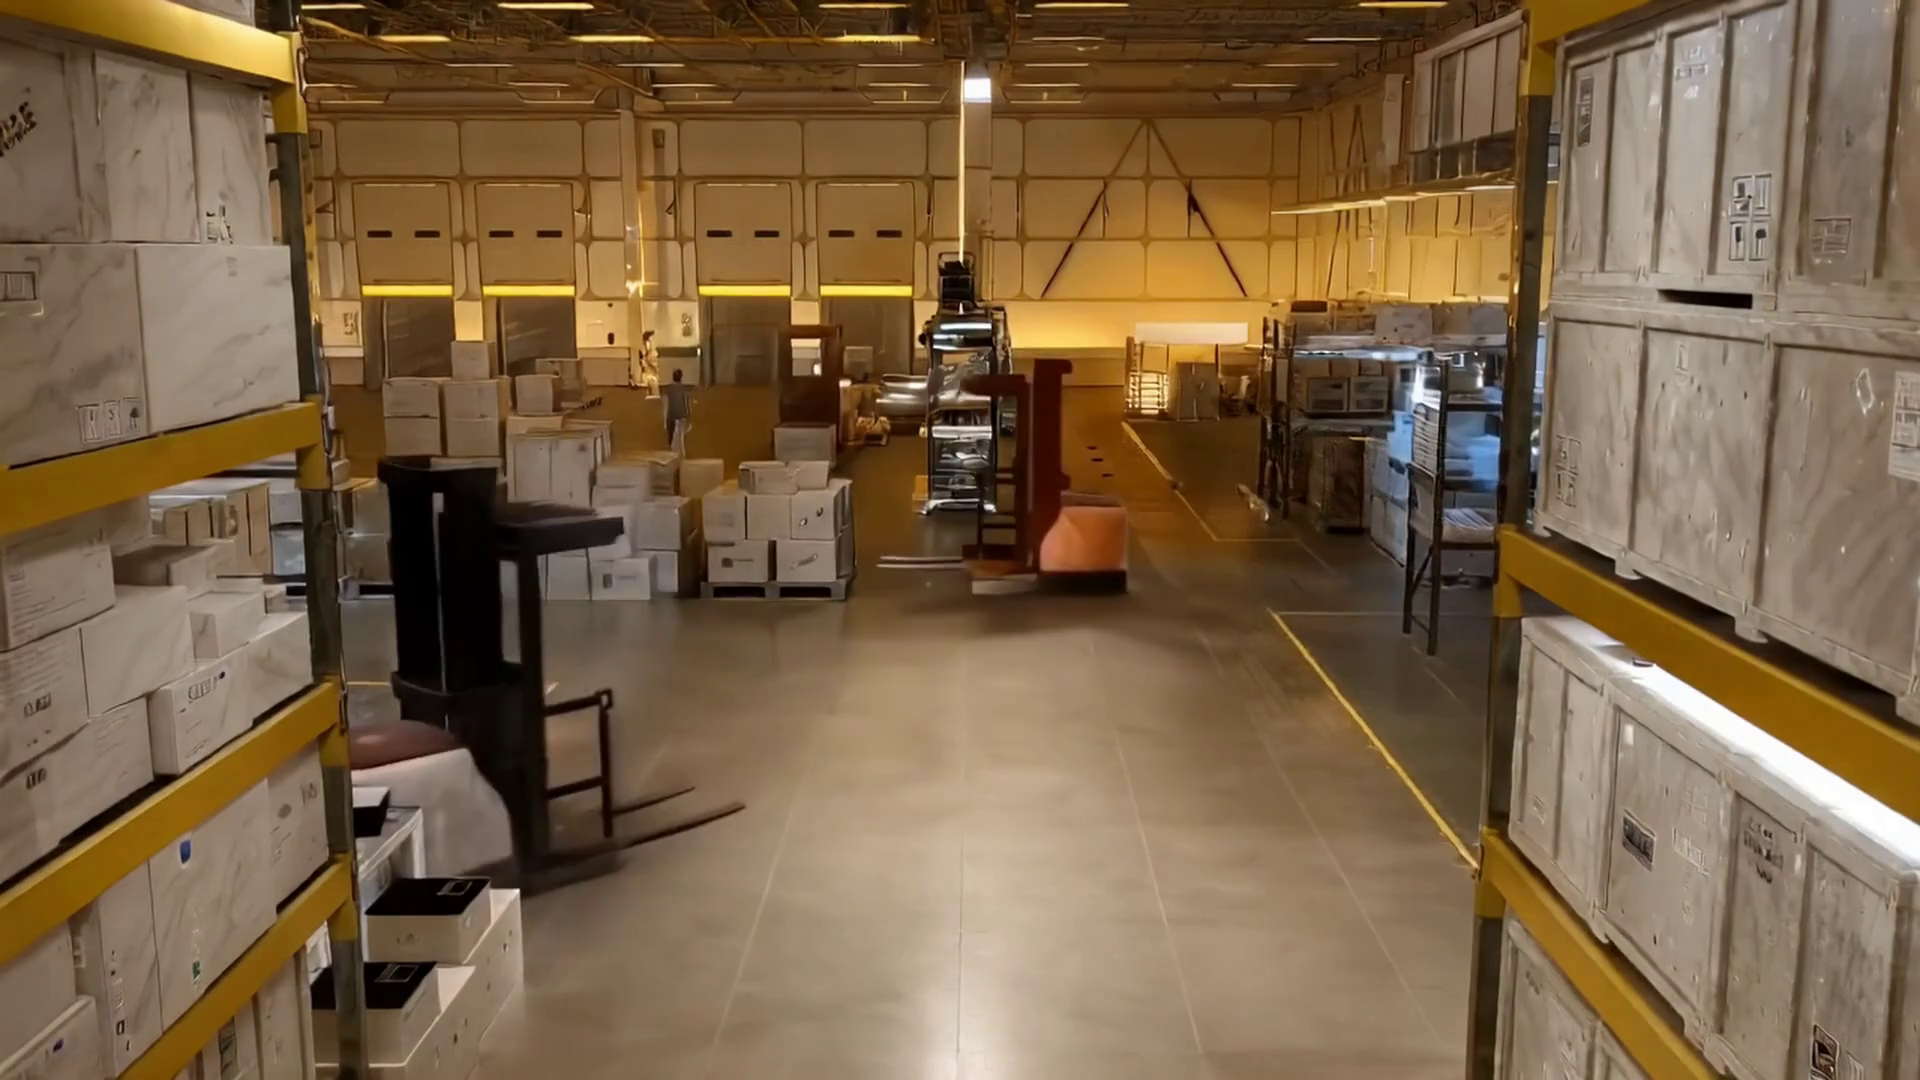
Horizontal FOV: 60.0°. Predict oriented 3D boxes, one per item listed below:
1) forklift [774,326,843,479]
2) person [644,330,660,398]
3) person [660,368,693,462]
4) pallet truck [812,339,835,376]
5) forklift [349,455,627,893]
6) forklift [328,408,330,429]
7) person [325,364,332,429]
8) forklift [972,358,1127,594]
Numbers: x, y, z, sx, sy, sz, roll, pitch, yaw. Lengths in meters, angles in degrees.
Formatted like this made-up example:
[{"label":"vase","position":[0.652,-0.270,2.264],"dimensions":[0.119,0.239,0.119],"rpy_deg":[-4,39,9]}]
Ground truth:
[{"label":"forklift","position":[-2.729,-2.428,29.712],"dimensions":[1.129,2.768,1.873],"rpy_deg":[0,10,1]},{"label":"person","position":[-8.766,-4.989,47.237],"dimensions":[0.388,1.930,0.544],"rpy_deg":[-8,13,-38]},{"label":"person","position":[-5.377,-2.298,31.691],"dimensions":[0.627,1.934,0.372],"rpy_deg":[2,10,12]},{"label":"pallet truck","position":[-3.021,-4.312,43.126],"dimensions":[1.885,1.965,0.823],"rpy_deg":[3,10,17]},{"label":"forklift","position":[-3.288,0.876,10.645],"dimensions":[1.873,2.768,1.129],"rpy_deg":[-10,14,-44]},{"label":"forklift","position":[-13.015,-2.830,32.031],"dimensions":[1.129,2.768,1.873],"rpy_deg":[0,10,1]},{"label":"person","position":[-14.529,-3.360,37.796],"dimensions":[0.353,1.942,0.545],"rpy_deg":[4,11,21]},{"label":"forklift","position":[1.086,-0.806,20.352],"dimensions":[1.873,2.768,1.129],"rpy_deg":[0,10,1]}]
